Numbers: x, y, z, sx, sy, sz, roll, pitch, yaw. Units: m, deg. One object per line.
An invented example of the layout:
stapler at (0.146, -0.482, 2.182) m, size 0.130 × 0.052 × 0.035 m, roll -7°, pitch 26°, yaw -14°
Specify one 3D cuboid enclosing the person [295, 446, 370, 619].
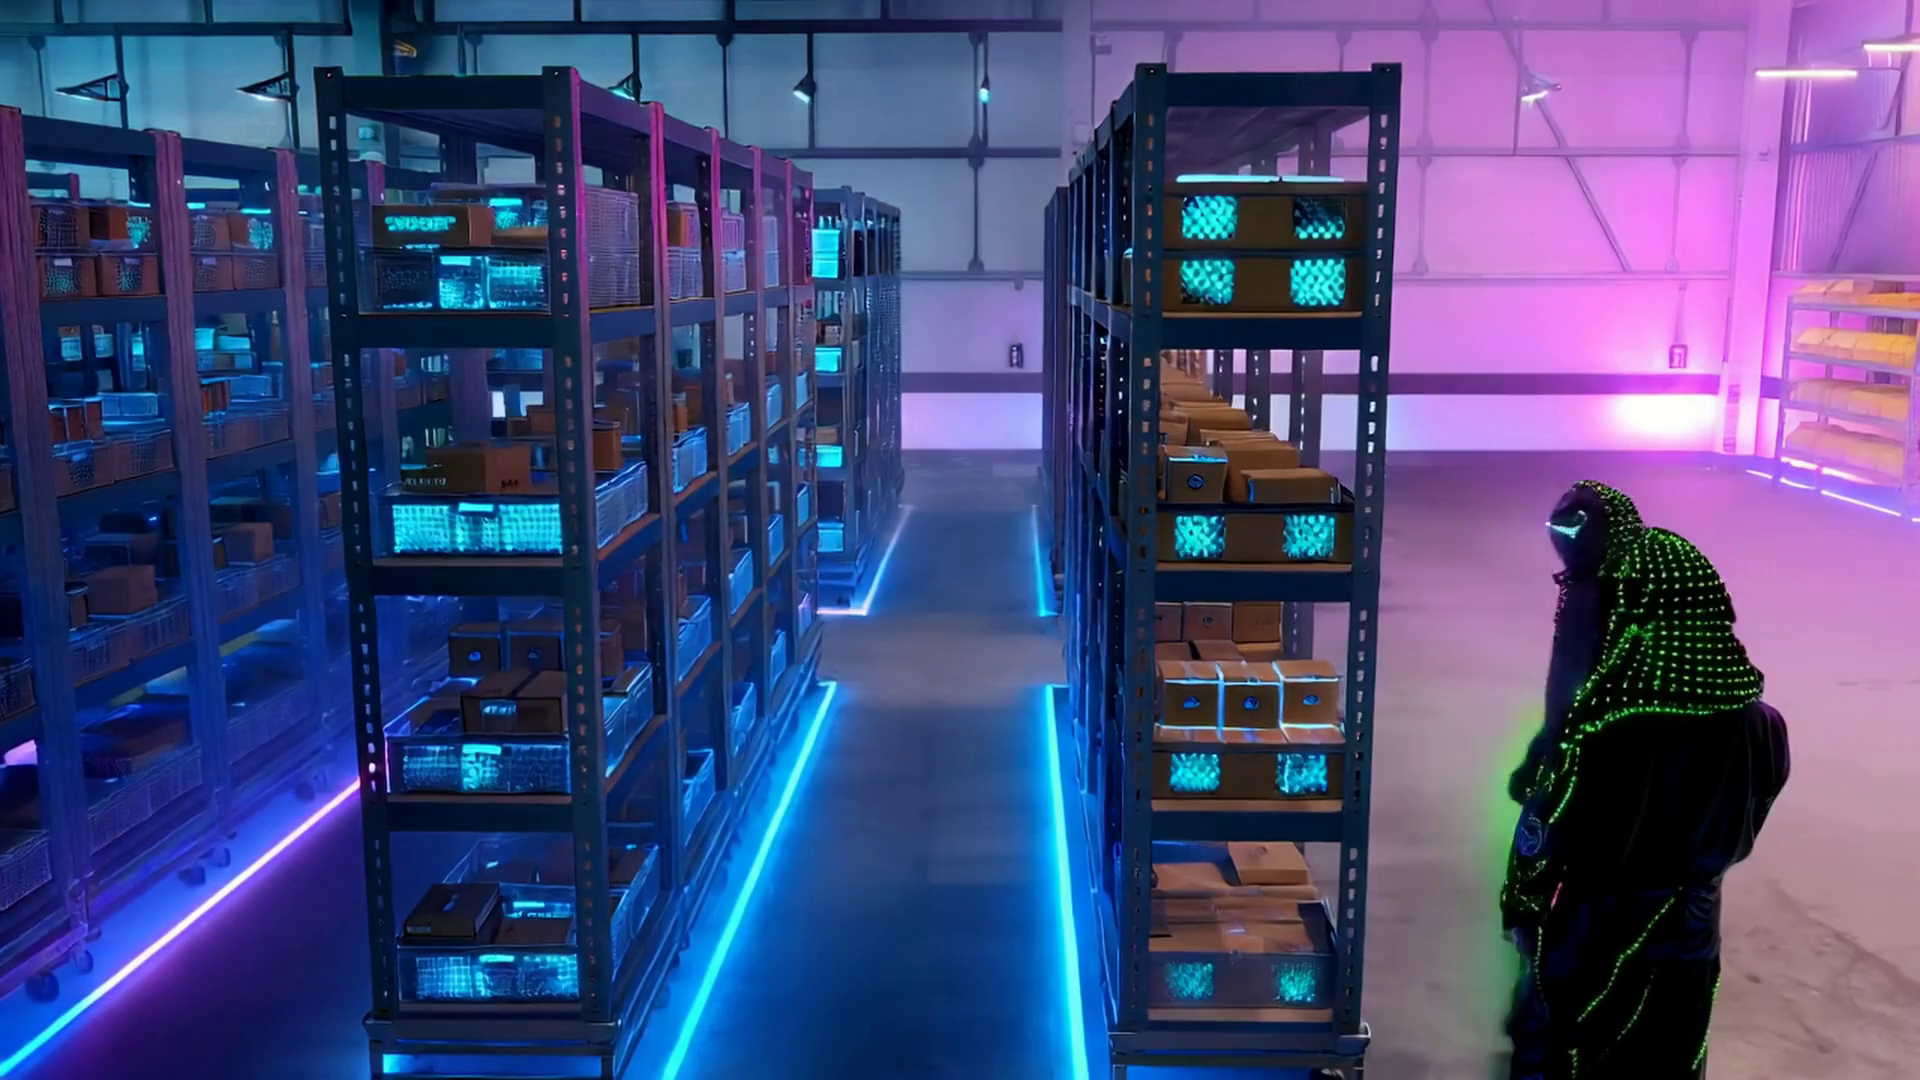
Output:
person at (-4.990, -0.170, 13.598) m, size 0.958 × 1.804 × 0.586 m, roll 0°, pitch 10°, yaw 3°
